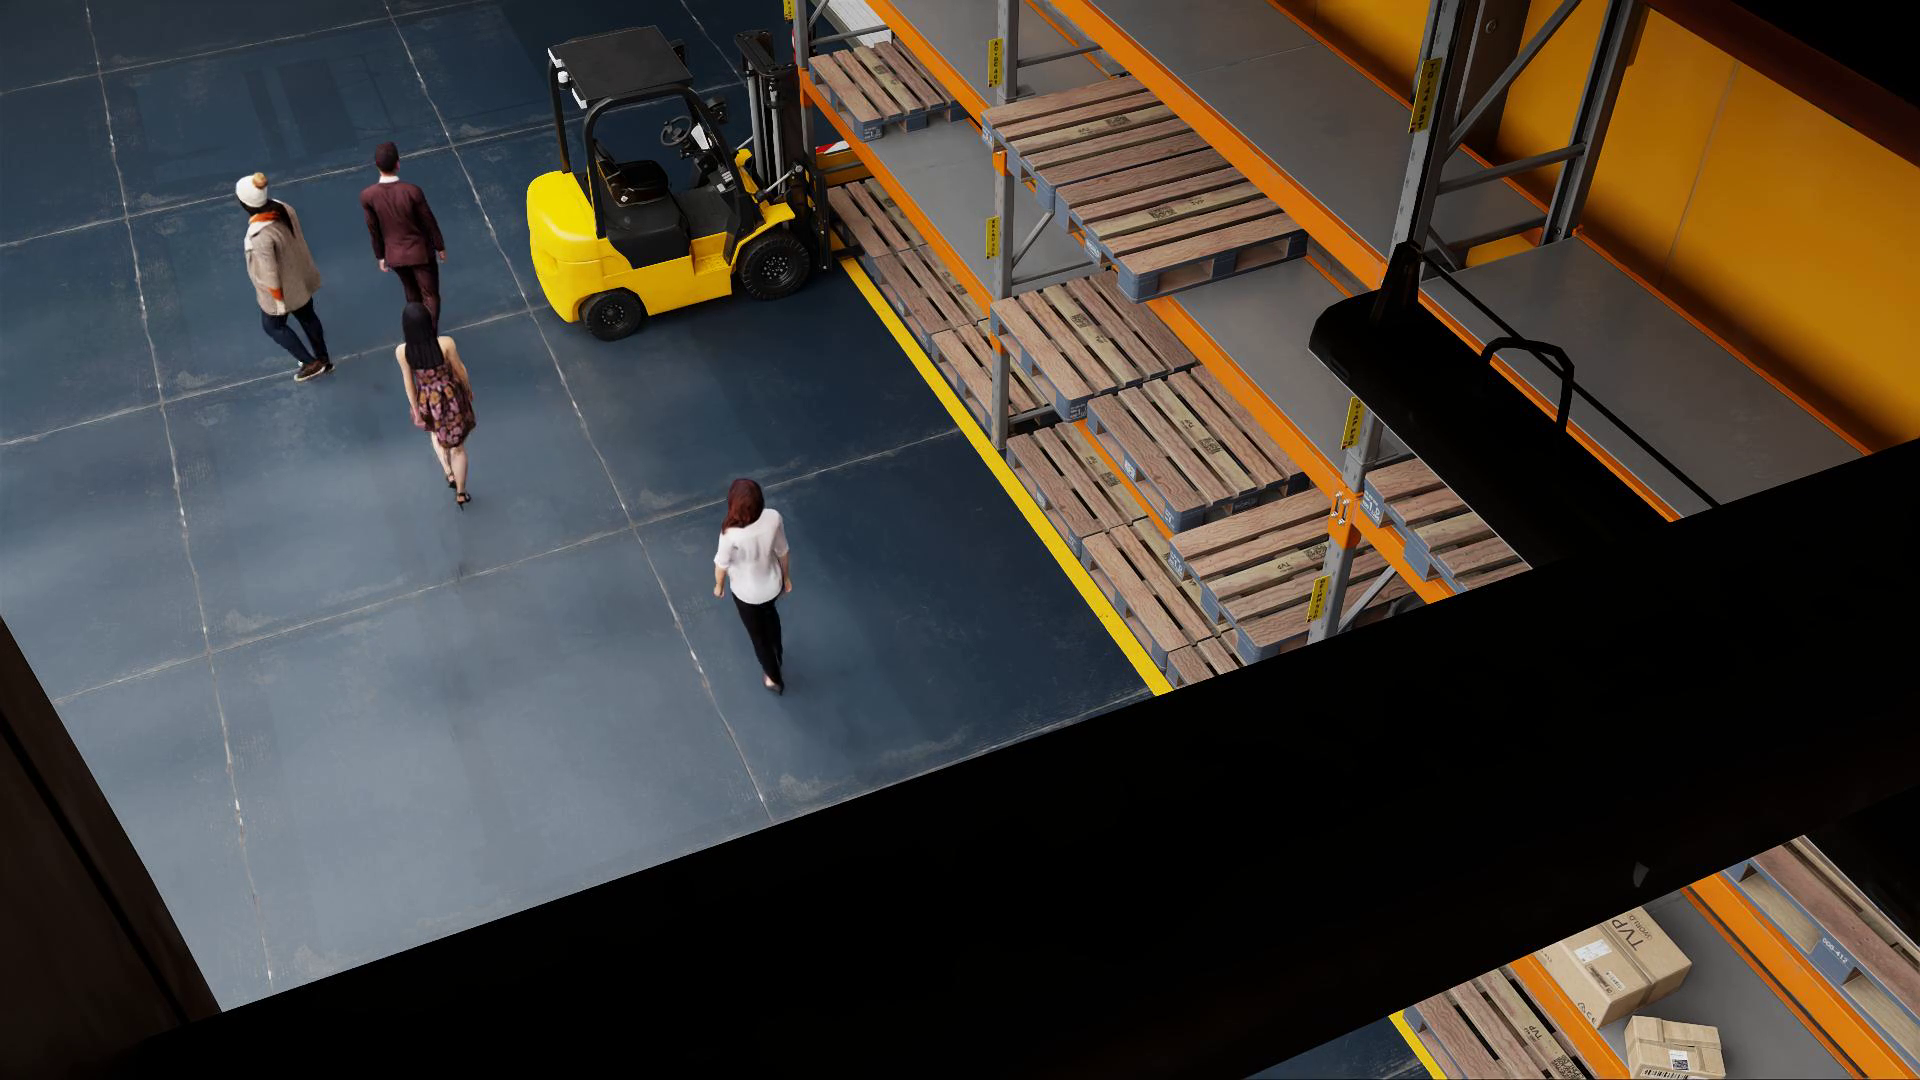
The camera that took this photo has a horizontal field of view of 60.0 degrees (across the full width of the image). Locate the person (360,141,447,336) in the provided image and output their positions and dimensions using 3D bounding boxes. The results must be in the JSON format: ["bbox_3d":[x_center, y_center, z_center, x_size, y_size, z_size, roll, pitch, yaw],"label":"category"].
[{"bbox_3d":[-4.372,-2.238,13.205,0.969,1.837,1.225,-3,44,-3],"label":"person"}]

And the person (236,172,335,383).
[{"bbox_3d":[-5.184,-2.039,12.965,0.871,1.879,0.790,8,44,8],"label":"person"}]

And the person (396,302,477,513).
[{"bbox_3d":[-3.684,-0.898,11.854,0.727,1.760,0.795,-7,44,-7],"label":"person"}]

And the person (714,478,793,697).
[{"bbox_3d":[-1.227,0.373,10.504,0.673,1.781,0.688,-29,51,-27],"label":"person"}]
